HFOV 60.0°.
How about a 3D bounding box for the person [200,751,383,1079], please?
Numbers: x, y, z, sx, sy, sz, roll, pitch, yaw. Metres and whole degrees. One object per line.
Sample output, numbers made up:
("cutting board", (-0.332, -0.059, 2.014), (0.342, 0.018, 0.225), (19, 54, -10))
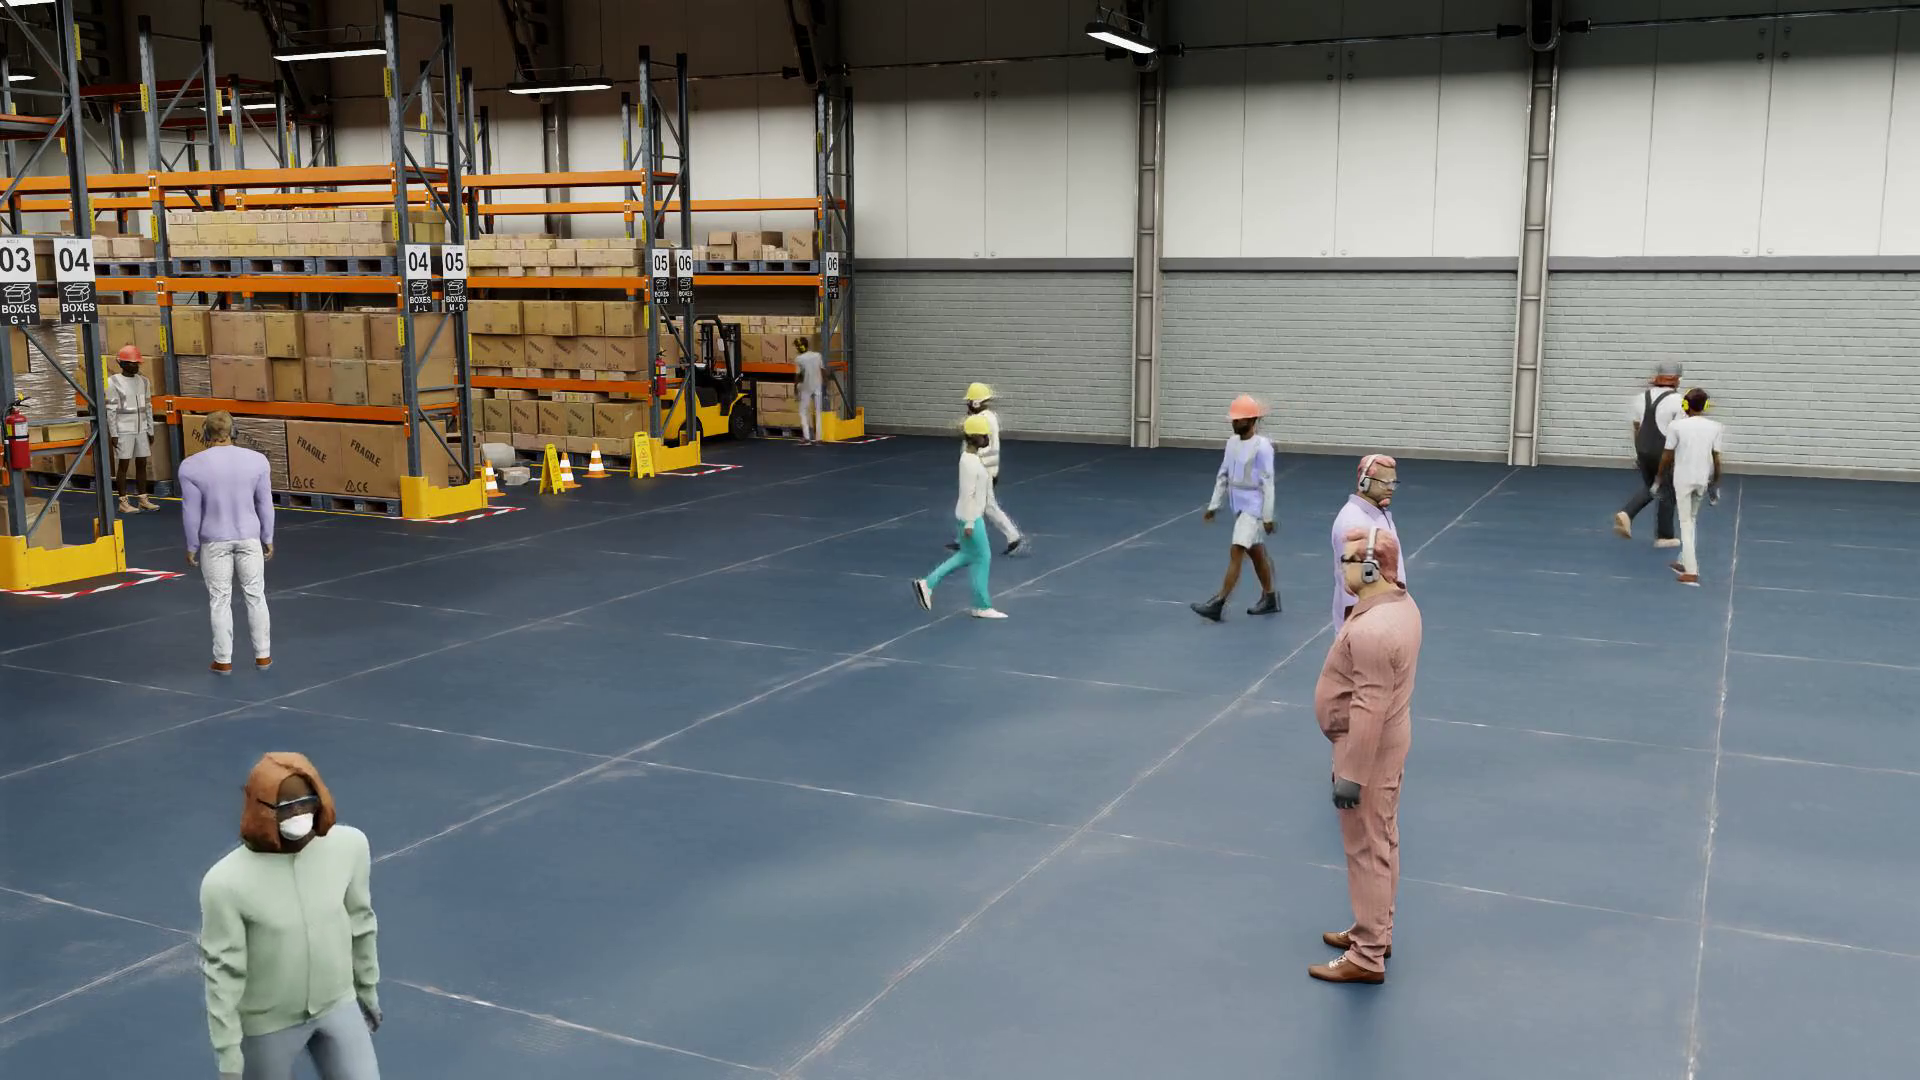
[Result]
("person", (-1.835, 1.389, 4.693), (0.520, 1.613, 0.565), (-9, 13, -44))

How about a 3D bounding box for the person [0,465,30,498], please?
("person", (-11.271, -1.176, 19.558), (0.973, 1.888, 0.549), (6, 11, 34))

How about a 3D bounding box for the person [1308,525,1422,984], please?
("person", (1.676, 0.882, 6.916), (0.411, 1.908, 0.643), (4, 10, 22))

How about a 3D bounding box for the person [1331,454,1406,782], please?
("person", (2.344, 0.457, 9.540), (0.402, 1.904, 0.638), (5, 10, 26))

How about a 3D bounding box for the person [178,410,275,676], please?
("person", (-5.318, 0.021, 12.117), (0.627, 1.934, 0.370), (-6, 11, -31))

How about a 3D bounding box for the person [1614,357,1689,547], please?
("person", (7.417, -0.929, 17.610), (0.698, 2.000, 0.683), (-3, 10, -20))

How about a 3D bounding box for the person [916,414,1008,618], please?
("person", (0.017, -0.200, 14.078), (0.718, 1.748, 0.528), (0, 9, 0))

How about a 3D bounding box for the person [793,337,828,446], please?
("person", (-2.500, -2.467, 27.710), (0.661, 1.831, 0.358), (-4, 10, -24))

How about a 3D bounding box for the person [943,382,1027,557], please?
("person", (0.270, -0.721, 17.102), (0.891, 1.799, 0.594), (2, 9, 12))

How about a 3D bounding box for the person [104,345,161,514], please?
("person", (-9.985, -1.329, 20.093), (0.403, 2.035, 0.606), (4, 10, 25))

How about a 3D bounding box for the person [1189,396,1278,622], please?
("person", (2.327, -0.264, 14.002), (0.989, 1.882, 0.563), (-4, 10, -22))

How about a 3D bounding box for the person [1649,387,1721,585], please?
("person", (6.849, -0.523, 15.779), (0.542, 1.833, 0.872), (-1, 9, -6))
